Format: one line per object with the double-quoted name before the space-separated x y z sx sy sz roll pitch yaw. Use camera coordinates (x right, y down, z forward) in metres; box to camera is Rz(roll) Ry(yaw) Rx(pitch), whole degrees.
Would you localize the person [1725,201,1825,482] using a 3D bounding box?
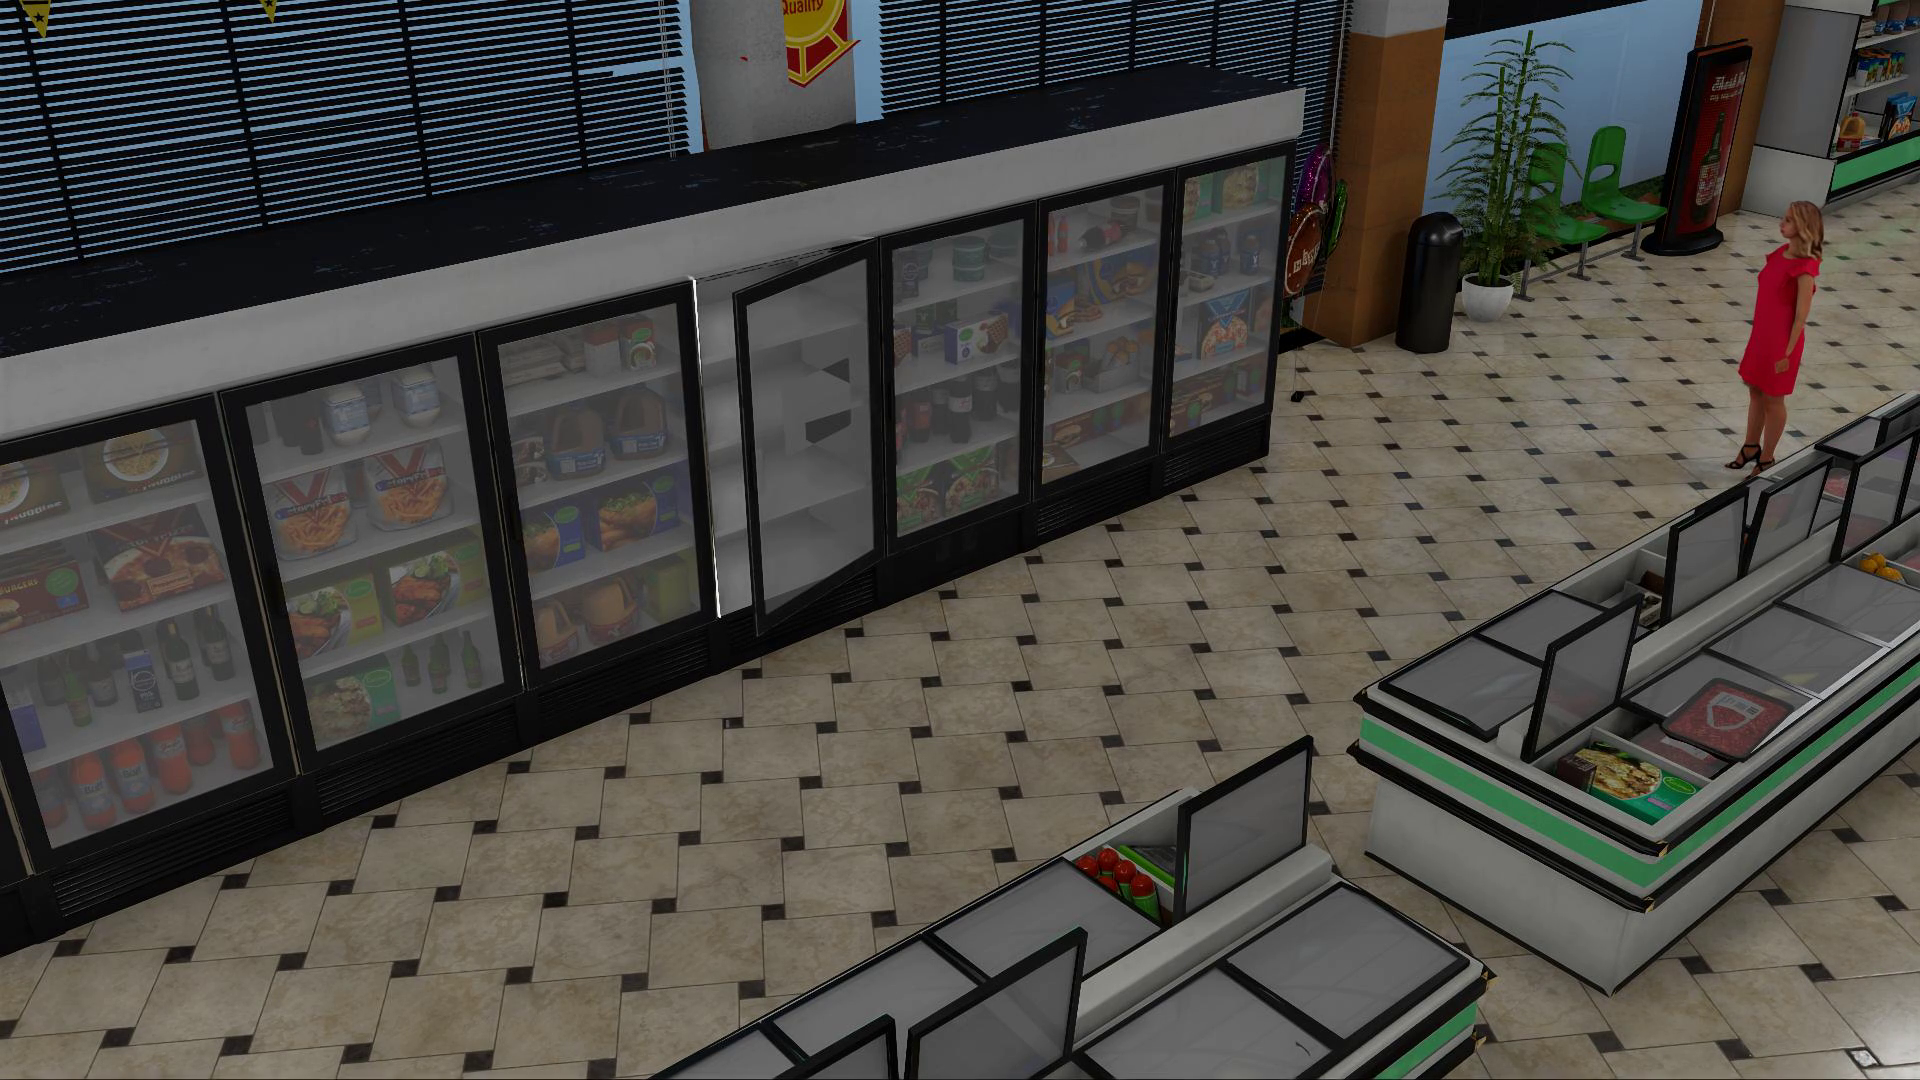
"person" 4.854 -1.172 9.868 0.710 1.728 0.665 -1 27 -1
